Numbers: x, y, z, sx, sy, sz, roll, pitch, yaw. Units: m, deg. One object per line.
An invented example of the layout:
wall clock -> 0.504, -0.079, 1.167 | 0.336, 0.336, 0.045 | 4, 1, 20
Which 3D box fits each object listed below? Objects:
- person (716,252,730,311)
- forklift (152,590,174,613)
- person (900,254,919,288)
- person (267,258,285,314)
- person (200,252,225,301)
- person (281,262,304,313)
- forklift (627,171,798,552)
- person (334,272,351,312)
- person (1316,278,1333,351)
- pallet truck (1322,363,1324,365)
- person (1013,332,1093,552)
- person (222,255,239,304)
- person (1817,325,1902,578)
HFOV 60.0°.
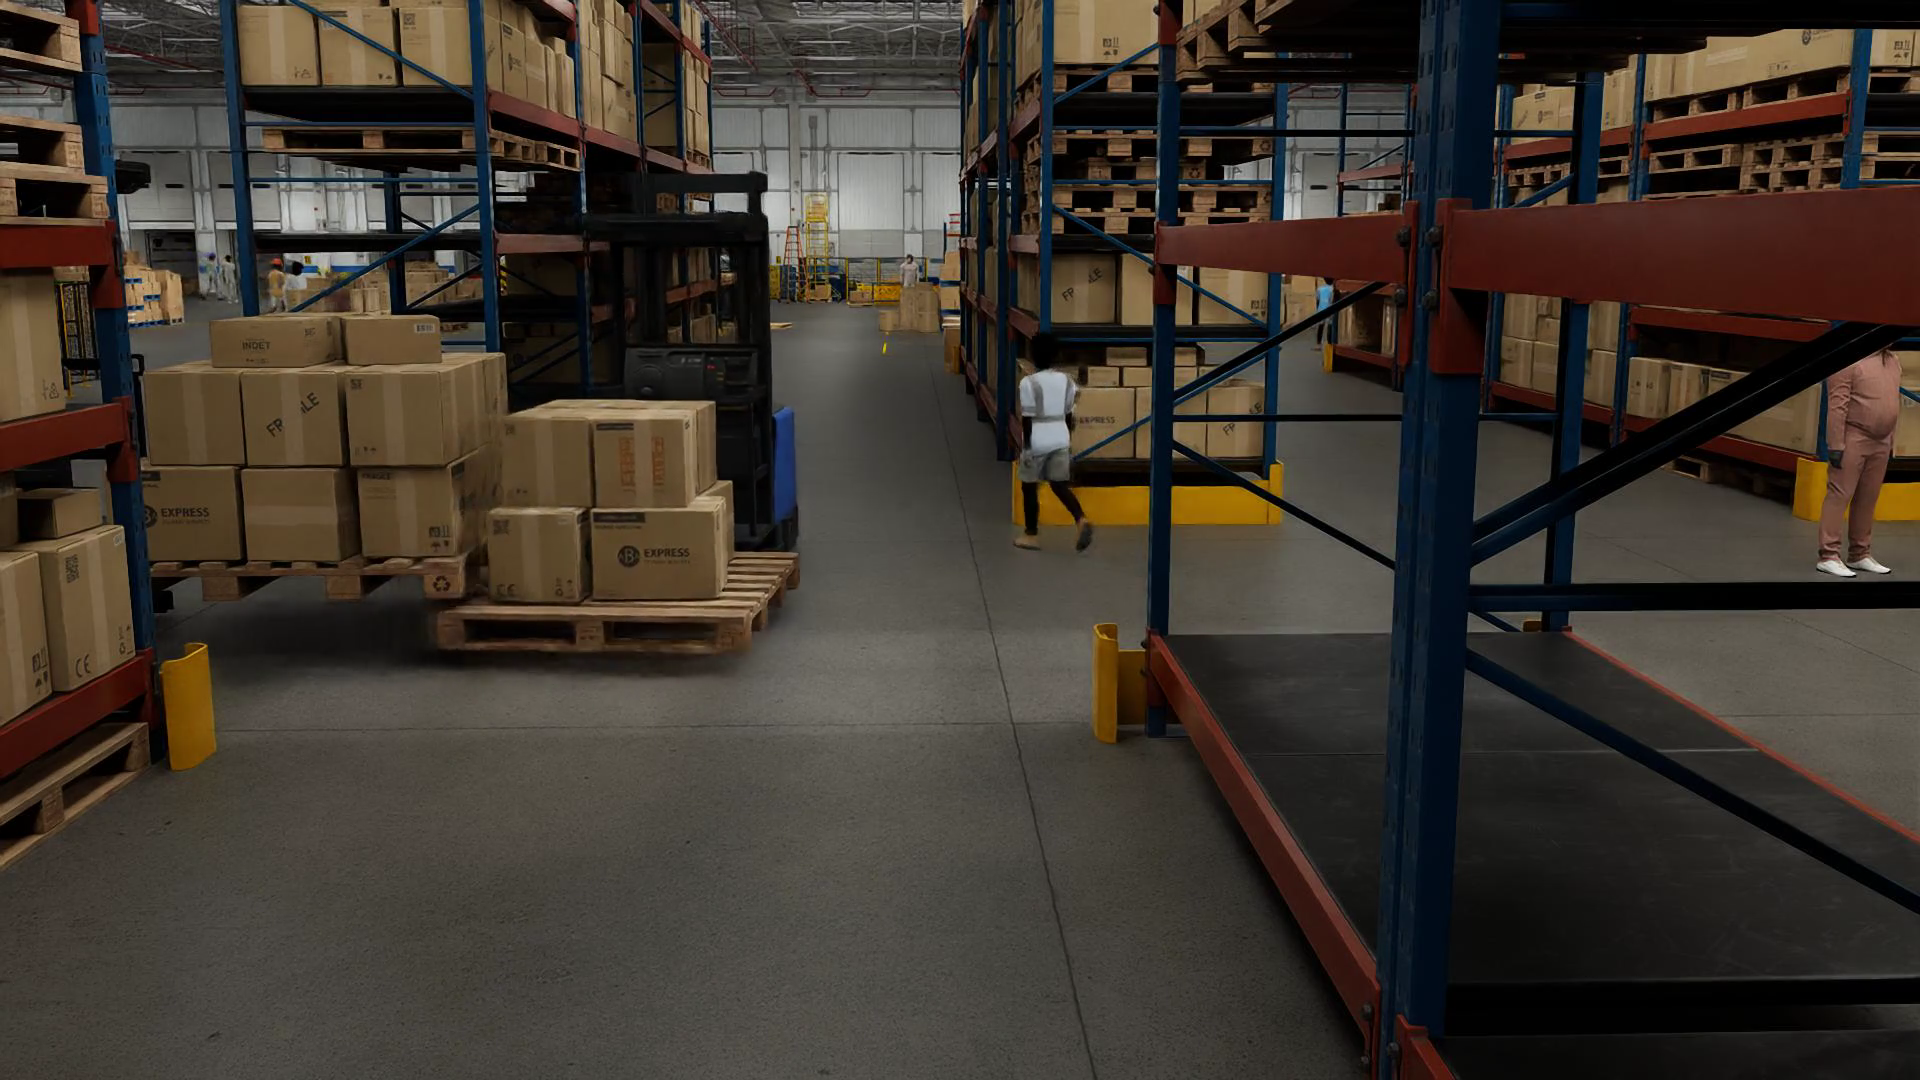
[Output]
person -> -8.048, -8.636, 55.571 | 0.840, 2.000, 0.692 | 3, 11, 17
forklift -> -5.858, -0.811, 9.639 | 1.873, 2.768, 1.129 | -1, 10, -3
person -> -1.664, -8.501, 55.116 | 0.627, 1.936, 0.373 | -1, 10, -4
person -> -18.207, -6.552, 44.308 | 0.549, 1.917, 0.808 | 2, 10, 13
person -> -29.605, -10.395, 65.712 | 0.837, 1.923, 0.619 | 0, 10, -3
person -> -15.500, -5.522, 38.673 | 1.022, 1.892, 0.695 | -8, 13, -38
forklift -> -1.838, -1.218, 11.906 | 1.129, 2.768, 1.873 | 1, 10, 4
person -> -12.835, -4.690, 34.451 | 0.825, 1.727, 0.533 | 1, 10, 4
person -> 7.903, -4.916, 35.800 | 0.317, 1.697, 0.540 | -10, 14, -43
pallet truck -> 7.712, -4.157, 30.737 | 1.885, 1.965, 0.823 | 3, 11, 16
person -> 0.698, -0.717, 12.489 | 0.538, 1.674, 0.707 | -8, 13, -36
person -> -27.716, -9.906, 63.237 | 0.584, 1.829, 0.784 | -1, 10, -5
person -> 6.360, -0.687, 11.695 | 0.642, 1.900, 0.400 | -5, 11, -24
